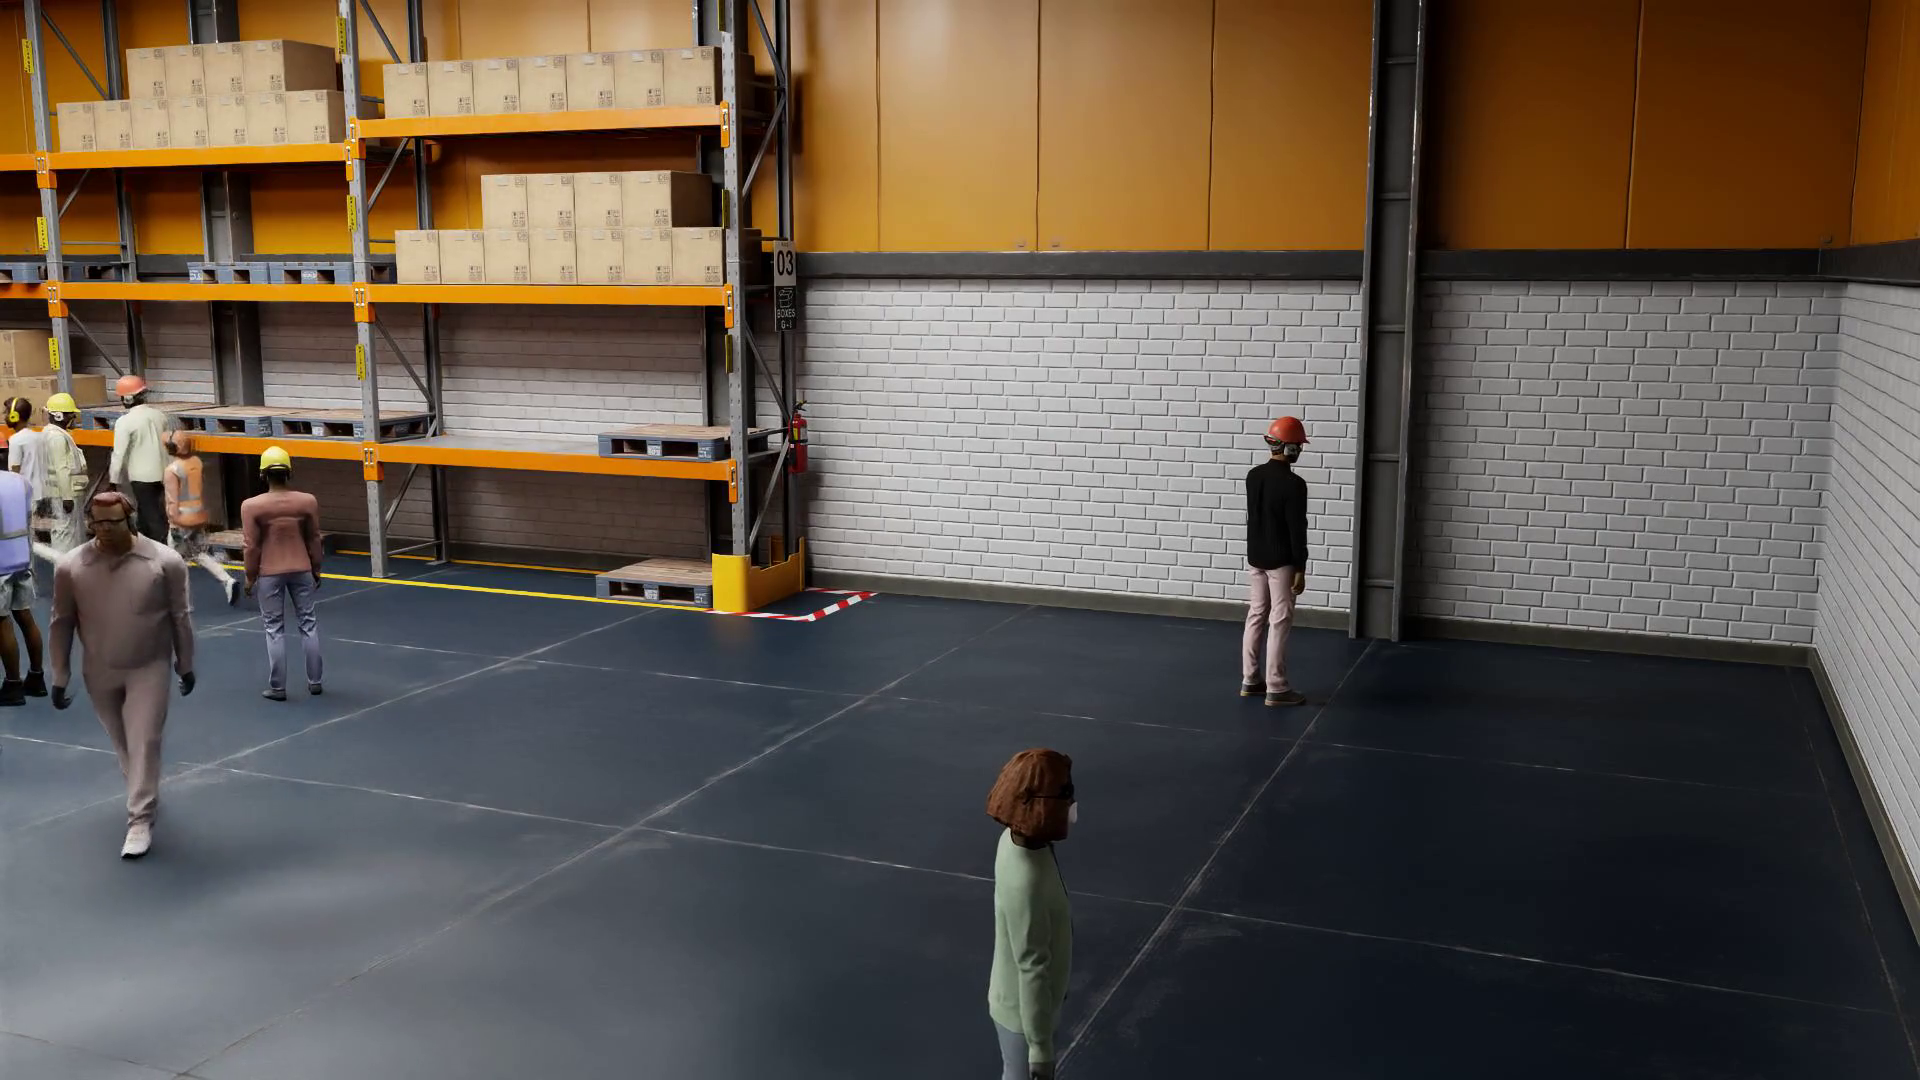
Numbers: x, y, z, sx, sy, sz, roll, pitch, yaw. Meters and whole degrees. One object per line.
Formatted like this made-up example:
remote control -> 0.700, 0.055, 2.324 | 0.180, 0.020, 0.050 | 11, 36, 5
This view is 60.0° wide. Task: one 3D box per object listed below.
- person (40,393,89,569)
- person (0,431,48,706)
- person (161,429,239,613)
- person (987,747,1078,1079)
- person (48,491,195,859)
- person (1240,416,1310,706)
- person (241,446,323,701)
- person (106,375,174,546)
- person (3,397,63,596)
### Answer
person -> -8.362, -0.456, 15.546 | 0.403, 1.827, 0.601 | -6, 11, -34
person -> -6.590, 0.173, 11.404 | 0.373, 1.935, 0.552 | 1, 9, 8
person -> -6.616, -0.157, 14.346 | 0.579, 1.619, 0.532 | 1, 9, 8
person -> 0.215, 1.401, 4.881 | 0.274, 1.632, 0.507 | 0, 9, -1
person -> -4.397, 0.656, 8.749 | 0.663, 1.861, 1.014 | -2, 10, -13
person -> 2.194, 0.144, 11.439 | 0.402, 1.989, 0.614 | -5, 11, -27
person -> -4.713, 0.231, 11.571 | 0.533, 1.767, 0.327 | -8, 12, -40
person -> -7.953, -0.603, 16.030 | 0.919, 1.954, 0.640 | 2, 10, 14
person -> -8.319, -0.365, 14.944 | 0.710, 1.848, 0.523 | -2, 10, -10
